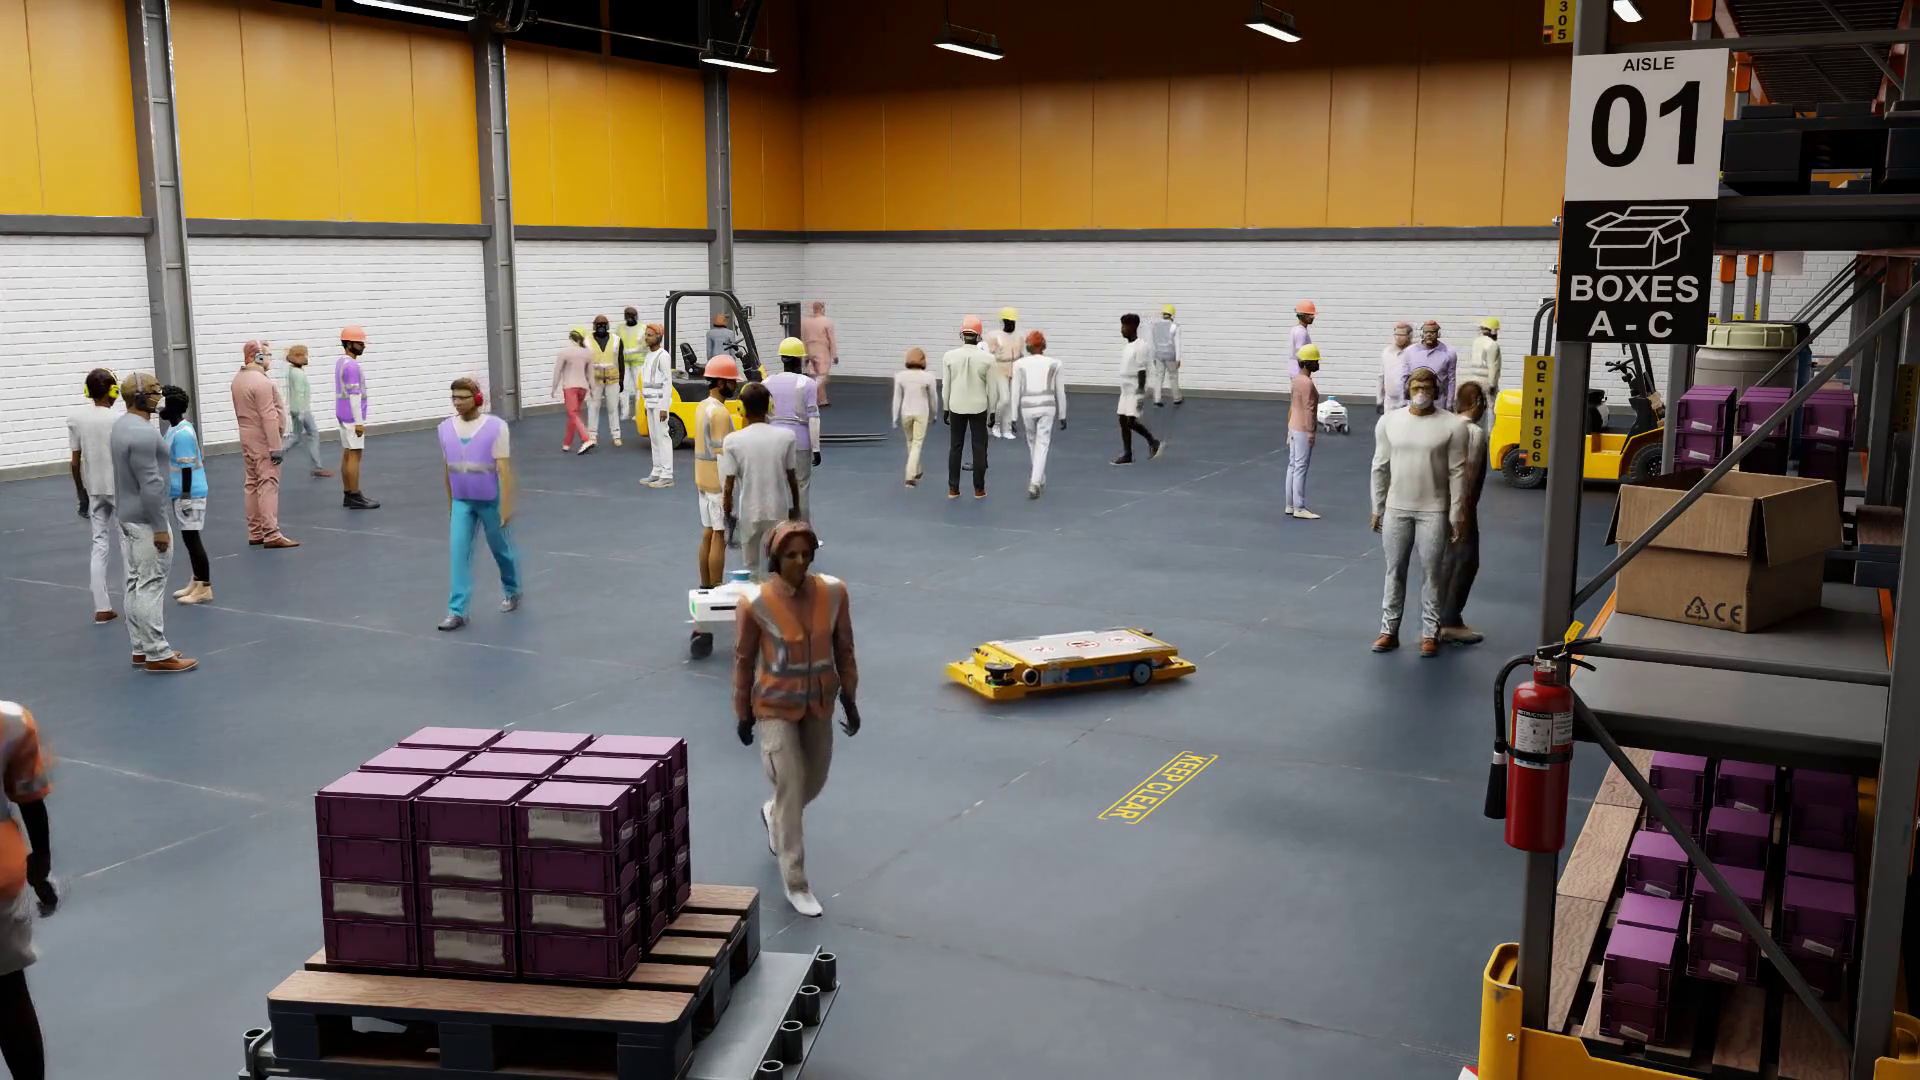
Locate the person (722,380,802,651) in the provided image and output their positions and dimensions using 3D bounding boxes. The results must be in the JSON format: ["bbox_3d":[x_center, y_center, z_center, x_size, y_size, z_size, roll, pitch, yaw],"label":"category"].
[{"bbox_3d":[-1.304,-0.136,11.072,0.564,1.851,0.649,-2,10,-11],"label":"person"}]

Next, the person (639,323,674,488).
[{"bbox_3d":[-3.494,-1.546,19.133,0.345,1.883,0.584,-6,11,-30],"label":"person"}]

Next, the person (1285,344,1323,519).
[{"bbox_3d":[3.505,-1.103,16.909,0.321,1.769,0.523,-1,10,-4],"label":"person"}]

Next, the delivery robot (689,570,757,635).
[{"bbox_3d":[-1.461,0.448,11.165,0.707,0.478,0.477,-1,10,-8],"label":"delivery robot"}]

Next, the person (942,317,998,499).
[{"bbox_3d":[0.109,-1.437,18.225,0.619,1.989,0.396,2,10,10],"label":"person"}]

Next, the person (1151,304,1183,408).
[{"bbox_3d":[3.640,-3.190,28.929,0.630,1.788,0.783,7,12,34],"label":"person"}]

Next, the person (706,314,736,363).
[{"bbox_3d":[-4.170,-3.131,29.036,0.507,1.633,0.278,-1,10,-5],"label":"person"}]

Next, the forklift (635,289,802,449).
[{"bbox_3d":[-3.358,-2.392,23.136,2.313,2.155,1.214,-1,10,-5],"label":"forklift"}]

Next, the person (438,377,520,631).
[{"bbox_3d":[-3.502,-0.296,12.148,0.589,1.804,0.956,2,10,12],"label":"person"}]

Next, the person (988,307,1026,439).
[{"bbox_3d":[0.697,-2.393,23.951,0.584,1.913,0.416,-6,12,-33],"label":"person"}]

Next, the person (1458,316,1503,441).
[{"bbox_3d":[7.402,-2.282,23.661,0.783,1.801,0.594,-3,10,-17],"label":"person"}]

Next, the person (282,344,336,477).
[{"bbox_3d":[-7.917,-1.531,19.839,0.711,1.608,0.501,-7,12,-33],"label":"person"}]

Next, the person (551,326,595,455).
[{"bbox_3d":[-5.145,-2.020,22.375,0.583,1.708,0.733,-10,14,-44],"label":"person"}]

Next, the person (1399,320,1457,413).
[{"bbox_3d":[5.463,-1.616,19.473,0.636,1.911,0.404,3,10,18],"label":"person"}]

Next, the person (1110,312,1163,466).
[{"bbox_3d":[2.219,-1.894,20.972,0.548,1.941,0.626,-3,10,-19],"label":"person"}]

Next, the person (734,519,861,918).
[{"bbox_3d":[-0.728,0.689,6.972,0.509,1.614,0.728,-6,12,-33],"label":"person"}]

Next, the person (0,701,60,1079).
[{"bbox_3d":[-2.923,1.028,4.814,0.368,1.691,0.590,8,12,37],"label":"person"}]

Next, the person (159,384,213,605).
[{"bbox_3d":[-5.956,-0.349,12.777,0.321,1.693,0.538,-6,11,-30],"label":"person"}]

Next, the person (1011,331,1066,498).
[{"bbox_3d":[0.867,-1.390,18.406,0.600,1.834,0.960,1,10,6],"label":"person"}]

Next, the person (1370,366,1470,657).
[{"bbox_3d":[3.053,-0.191,11.125,0.647,1.937,0.372,5,11,27],"label":"person"}]

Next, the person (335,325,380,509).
[{"bbox_3d":[-6.374,-1.293,17.523,0.375,1.934,0.547,-6,11,-30],"label":"person"}]

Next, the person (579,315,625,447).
[{"bbox_3d":[-4.964,-2.205,23.115,0.622,1.835,0.430,-3,10,-18],"label":"person"}]

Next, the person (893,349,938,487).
[{"bbox_3d":[-0.510,-1.421,19.268,0.497,1.584,0.861,3,10,19],"label":"person"}]

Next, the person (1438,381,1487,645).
[{"bbox_3d":[3.486,-0.194,11.547,0.421,1.800,0.659,-1,10,-6],"label":"person"}]

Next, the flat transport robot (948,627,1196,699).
[{"bbox_3d":[0.705,0.758,10.461,1.431,0.197,0.652,-5,11,-25],"label":"flat transport robot"}]

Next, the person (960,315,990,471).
[{"bbox_3d":[0.181,-1.818,20.584,0.381,1.927,0.542,2,10,12],"label":"person"}]

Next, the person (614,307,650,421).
[{"bbox_3d":[-5.240,-2.784,26.457,0.654,1.825,0.633,1,10,6],"label":"person"}]

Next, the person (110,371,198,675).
[{"bbox_3d":[-5.205,-0.110,10.660,0.370,1.941,0.627,-8,13,-38],"label":"person"}]

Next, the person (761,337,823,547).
[{"bbox_3d":[-1.527,-0.875,15.118,0.585,1.928,0.370,4,11,23],"label":"person"}]

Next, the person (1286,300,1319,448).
[{"bbox_3d":[4.732,-2.287,22.965,0.388,2.041,0.615,1,10,4],"label":"person"}]

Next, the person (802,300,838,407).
[{"bbox_3d":[-2.469,-3.208,28.791,0.642,1.879,0.834,8,12,38],"label":"person"}]

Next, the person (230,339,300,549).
[{"bbox_3d":[-6.360,-0.877,15.197,0.643,1.908,0.411,9,13,43],"label":"person"}]

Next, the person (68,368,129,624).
[{"bbox_3d":[-6.186,-0.311,12.122,0.555,1.864,0.479,0,10,-1],"label":"person"}]

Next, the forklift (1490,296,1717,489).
[{"bbox_3d":[7.296,-1.677,18.993,2.313,2.155,1.214,5,11,27],"label":"forklift"}]

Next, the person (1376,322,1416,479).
[{"bbox_3d":[5.364,-1.691,20.029,0.773,1.877,0.685,-9,13,-43],"label":"person"}]

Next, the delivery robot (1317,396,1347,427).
[{"bbox_3d":[5.513,-1.893,24.718,0.477,0.478,0.707,0,10,-2],"label":"delivery robot"}]

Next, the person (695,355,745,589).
[{"bbox_3d":[-1.782,-0.416,12.446,0.377,1.932,0.552,-4,11,-24],"label":"person"}]
